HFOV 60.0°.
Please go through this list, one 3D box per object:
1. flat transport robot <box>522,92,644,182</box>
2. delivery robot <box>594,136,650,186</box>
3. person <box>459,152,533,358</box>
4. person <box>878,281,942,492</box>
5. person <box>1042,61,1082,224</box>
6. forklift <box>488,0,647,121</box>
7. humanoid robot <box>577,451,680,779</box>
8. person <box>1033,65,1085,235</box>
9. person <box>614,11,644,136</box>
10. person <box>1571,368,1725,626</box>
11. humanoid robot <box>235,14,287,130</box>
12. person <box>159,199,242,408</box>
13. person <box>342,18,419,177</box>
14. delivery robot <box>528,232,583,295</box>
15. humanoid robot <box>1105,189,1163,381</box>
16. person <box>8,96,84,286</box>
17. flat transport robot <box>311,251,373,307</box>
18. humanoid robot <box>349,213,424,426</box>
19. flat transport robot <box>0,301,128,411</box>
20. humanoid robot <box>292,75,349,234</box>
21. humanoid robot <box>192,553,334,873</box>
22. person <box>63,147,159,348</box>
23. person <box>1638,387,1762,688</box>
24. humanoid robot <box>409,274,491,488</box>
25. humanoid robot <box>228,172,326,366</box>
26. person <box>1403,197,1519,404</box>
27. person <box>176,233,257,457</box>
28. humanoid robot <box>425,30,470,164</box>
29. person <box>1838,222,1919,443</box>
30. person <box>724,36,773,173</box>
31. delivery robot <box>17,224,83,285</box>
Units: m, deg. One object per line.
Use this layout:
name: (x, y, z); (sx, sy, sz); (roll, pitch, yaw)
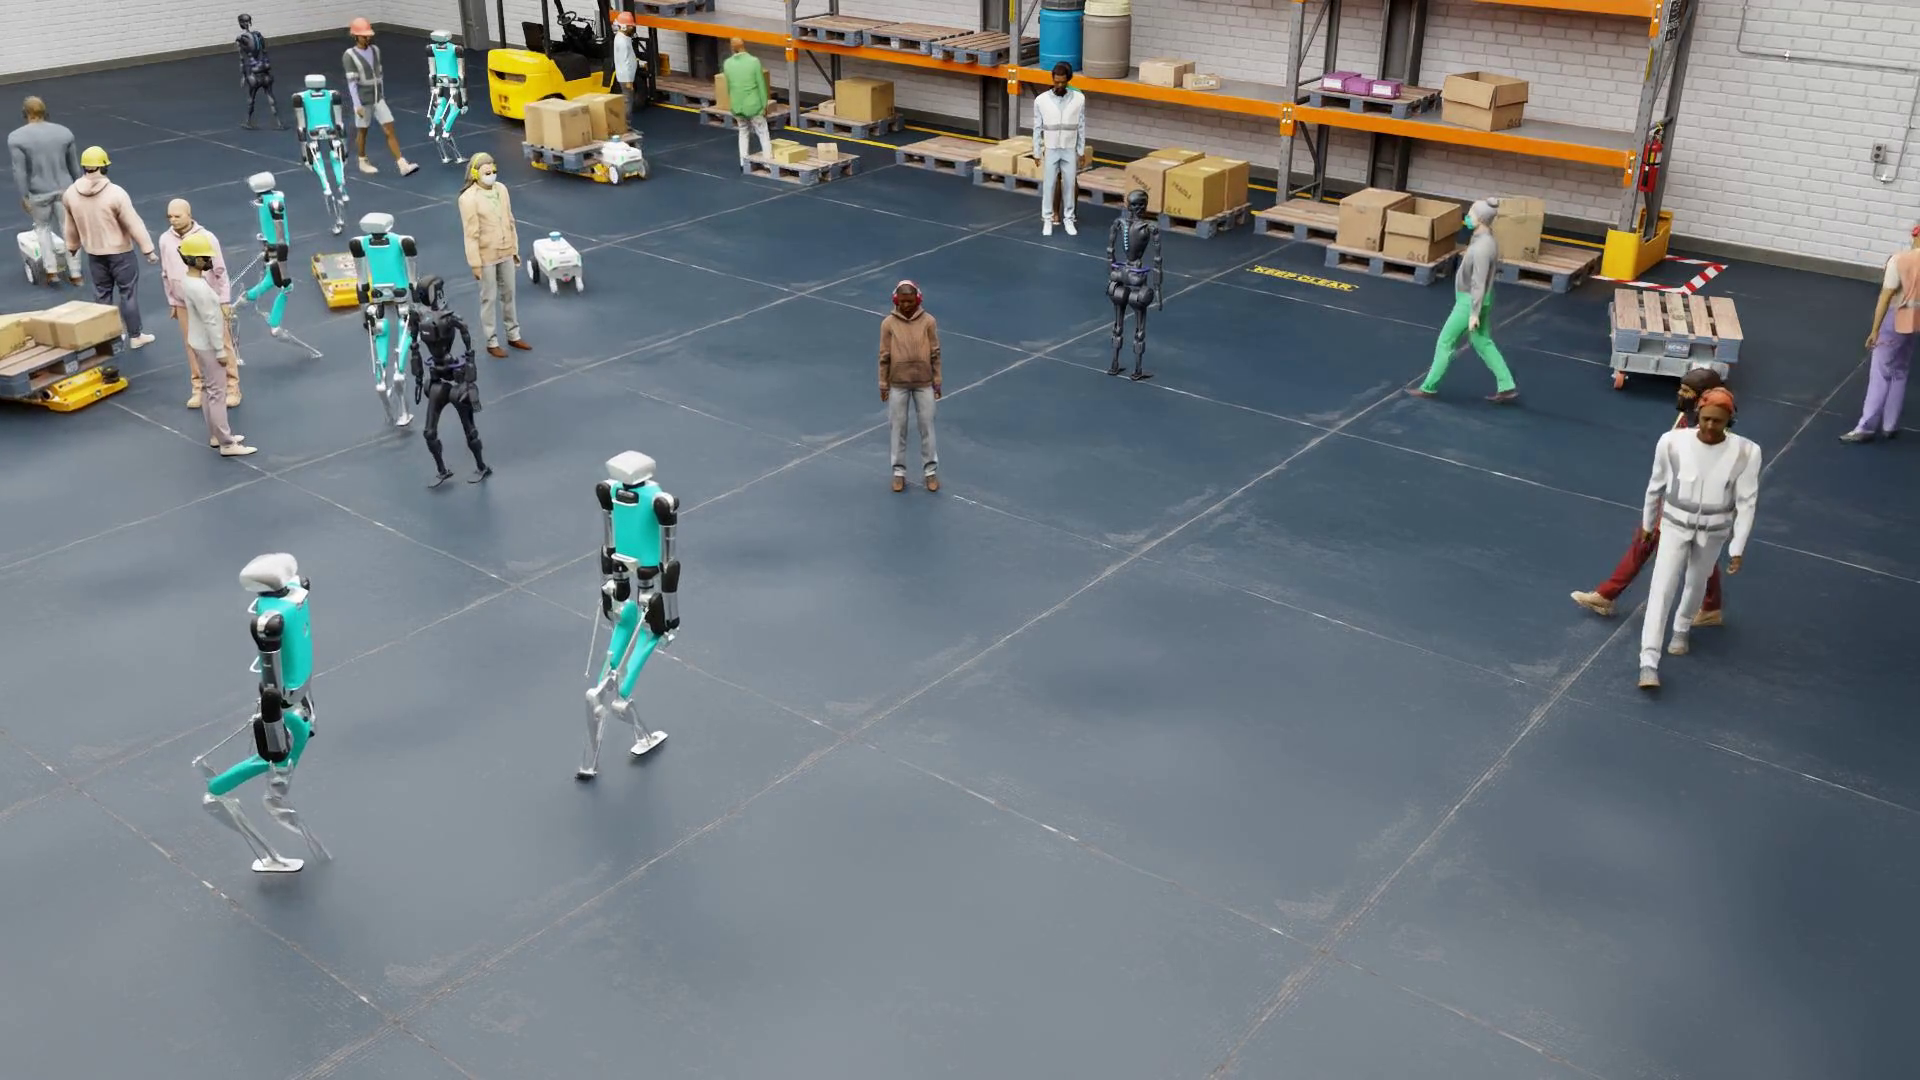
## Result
flat transport robot: (-4.894, -4.927, 21.775); (1.431, 0.231, 0.659); (18, 31, 33)
delivery robot: (-4.386, -4.897, 21.348); (0.499, 0.563, 0.738); (-23, 34, -39)
person: (-4.251, -2.587, 15.101); (0.411, 1.867, 0.563); (16, 30, 29)
person: (-0.371, -1.150, 12.370); (0.474, 1.641, 0.336); (-2, 26, -5)
person: (1.197, -4.585, 19.248); (0.494, 1.851, 0.396); (-13, 29, -25)
forklift: (-5.874, -7.334, 24.552); (1.214, 2.155, 2.313); (19, 32, 34)
humanoid robot: (-1.858, 0.502, 8.956); (0.546, 1.881, 0.785); (16, 30, 30)
person: (1.119, -4.415, 18.835); (0.598, 1.909, 0.401); (-3, 26, -7)
person: (-4.669, -6.544, 23.430); (0.352, 1.742, 0.572); (-5, 26, -11)
person: (4.472, -0.248, 10.421); (0.965, 1.713, 0.474); (0, 26, 0)
humanoid robot: (-10.149, -6.728, 23.913); (0.729, 1.627, 0.589); (9, 27, 18)
person: (-6.364, -1.989, 13.947); (0.522, 1.783, 0.407); (-1, 26, -2)
person: (-7.493, -5.630, 21.253); (1.047, 1.981, 0.627); (15, 29, 27)
delivery robot: (-4.175, -2.885, 17.235); (0.499, 0.612, 0.796); (-12, 28, -24)
humanoid robot: (1.508, -2.249, 14.592); (0.599, 1.657, 0.315); (20, 32, 36)
person: (-9.317, -3.569, 17.085); (0.650, 1.906, 0.538); (-20, 32, -35)
flat transport robot: (-6.285, -2.719, 17.201); (0.659, 0.231, 1.431); (-12, 28, -23)
humanoid robot: (-4.608, -1.670, 13.370); (0.541, 1.799, 0.778); (0, 26, 0)
flat transport robot: (-8.050, -1.381, 14.431); (1.431, 0.231, 0.659); (9, 27, 18)
humanoid robot: (-7.153, -4.332, 18.882); (0.550, 1.782, 0.885); (-15, 29, -27)
humanoid robot: (-3.411, 0.932, 8.015); (0.747, 1.842, 0.541); (-2, 26, -3)
person: (-7.814, -2.663, 15.266); (0.820, 1.855, 0.434); (1, 26, 2)
person: (4.336, -0.032, 9.839); (0.578, 1.832, 0.999); (10, 28, 20)
humanoid robot: (-3.804, -1.181, 12.400); (0.601, 1.651, 0.508); (10, 27, 19)
humanoid robot: (-6.319, -2.349, 14.867); (1.049, 1.810, 0.537); (-15, 30, -28)
person: (4.345, -2.014, 13.982); (0.927, 1.800, 0.537); (12, 28, 23)
person: (-5.851, -1.525, 13.011); (0.326, 1.764, 0.523); (-17, 30, -31)
humanoid robot: (-6.712, -5.700, 21.534); (0.533, 1.677, 0.735); (6, 26, 13)
person: (7.448, -1.650, 13.229); (0.735, 1.808, 0.394); (-8, 27, -16)
person: (-2.730, -5.601, 21.461); (0.592, 1.747, 0.415); (4, 26, 9)
delivery robot: (-9.639, -3.035, 17.517); (0.499, 0.585, 0.775); (-21, 33, -36)
